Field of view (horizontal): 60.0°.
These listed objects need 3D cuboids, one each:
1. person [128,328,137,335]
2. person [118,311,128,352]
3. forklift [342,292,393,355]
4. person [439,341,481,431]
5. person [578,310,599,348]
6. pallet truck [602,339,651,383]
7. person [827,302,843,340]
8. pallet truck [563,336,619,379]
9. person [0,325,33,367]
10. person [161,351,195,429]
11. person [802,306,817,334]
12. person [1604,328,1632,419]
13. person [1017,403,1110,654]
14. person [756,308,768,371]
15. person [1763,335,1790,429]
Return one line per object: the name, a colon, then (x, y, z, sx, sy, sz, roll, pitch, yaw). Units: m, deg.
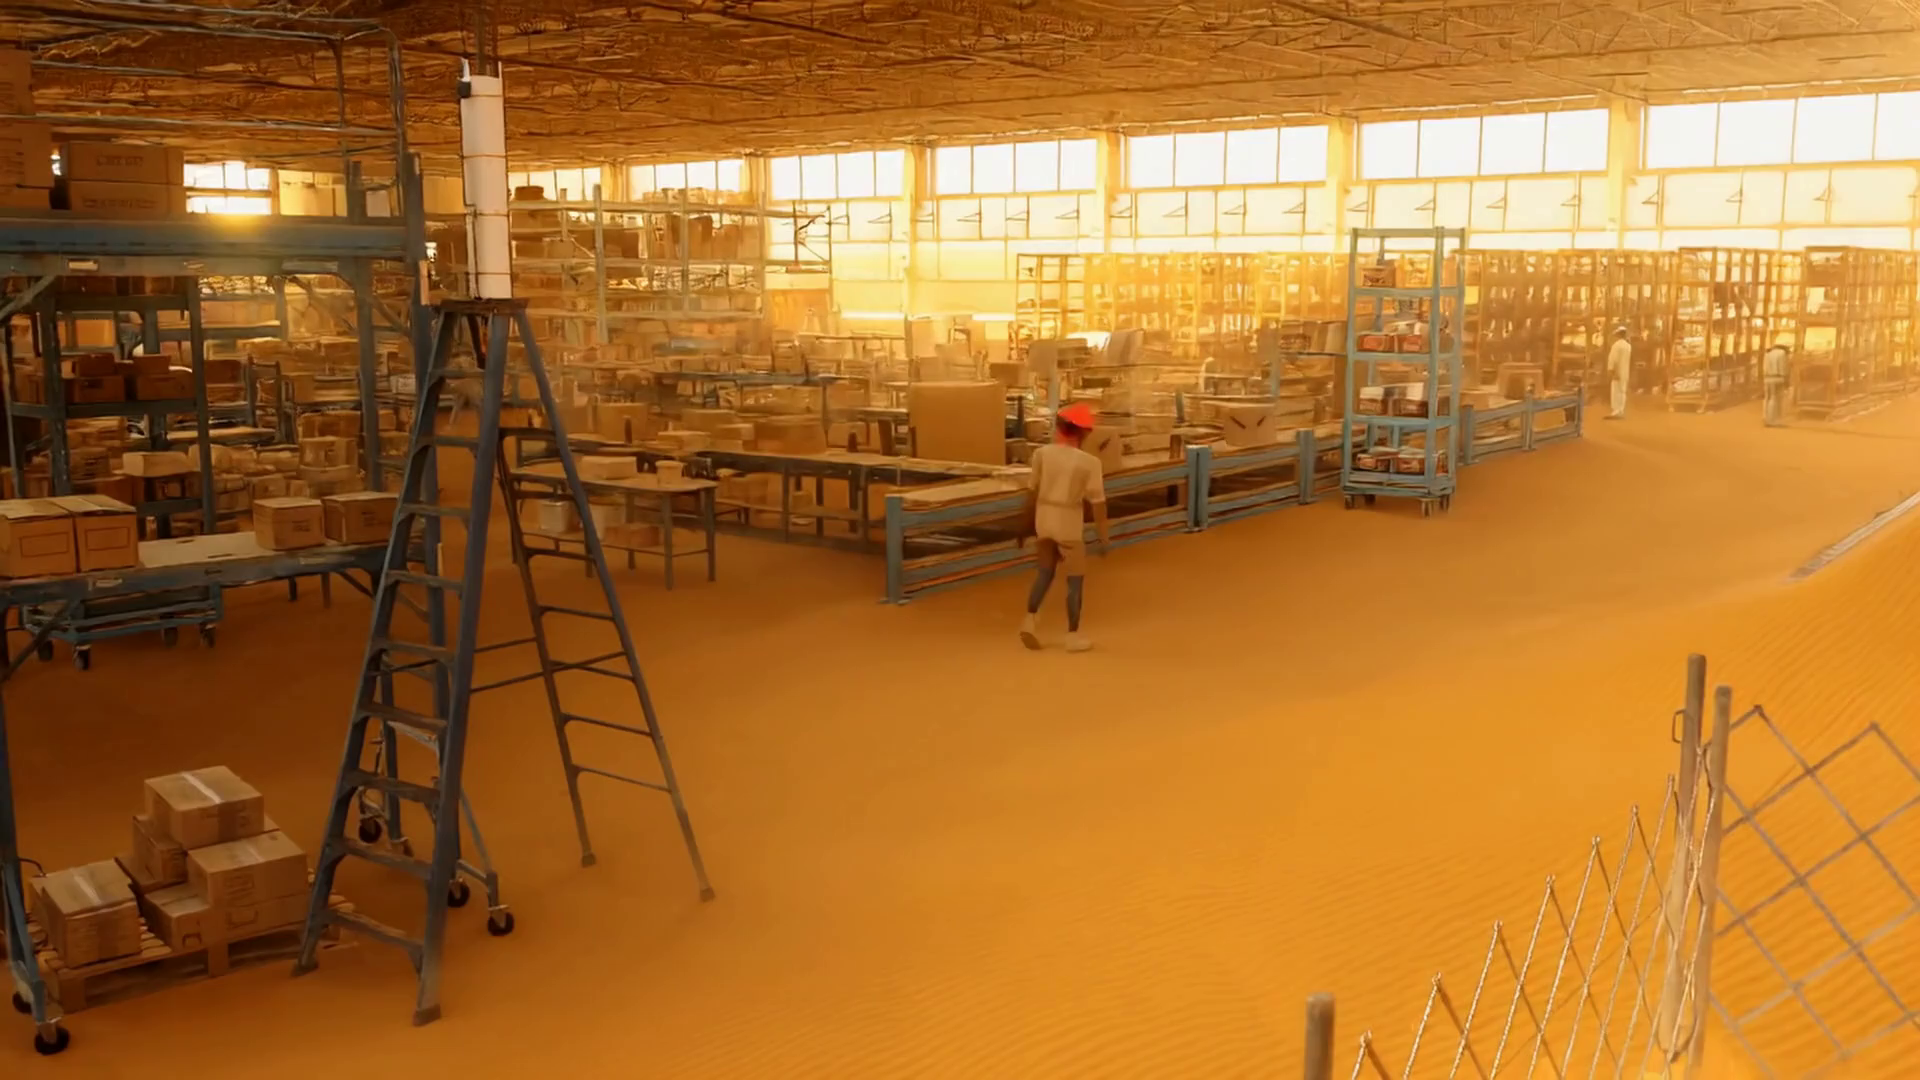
person: (-24.320, -5.610, 49.052, 0.511, 1.593, 0.839, 8, 12, 40)
person: (-27.927, -6.759, 55.242, 0.776, 1.911, 0.544, -8, 12, -42)
forklift: (-16.485, -5.622, 45.120, 1.129, 2.768, 1.873, 7, 11, 37)
person: (-9.598, -2.960, 32.083, 0.909, 1.724, 0.522, 2, 9, 10)
person: (-11.313, -6.047, 50.706, 0.631, 1.940, 0.372, -1, 9, -8)
pallet truck: (-8.991, -4.871, 45.351, 0.653, 1.274, 1.630, 7, 11, 37)
person: (-4.773, -8.115, 63.581, 0.615, 1.947, 0.388, -3, 9, -16)
pallet truck: (-10.690, -5.294, 48.215, 1.601, 1.201, 0.680, -5, 10, -26)
person: (-21.536, -3.978, 37.999, 0.650, 1.879, 0.807, -7, 12, -38)
person: (-14.269, -2.625, 30.234, 0.540, 1.655, 0.863, 7, 12, 38)
person: (-5.995, -8.375, 65.859, 0.543, 1.739, 0.713, 7, 12, 39)
person: (13.717, -3.468, 34.711, 0.409, 1.906, 0.648, 8, 12, 42)
person: (0.797, -0.062, 13.092, 0.668, 2.021, 0.822, 6, 11, 34)
person: (-6.145, -6.210, 51.574, 0.393, 1.985, 0.611, 2, 9, 13)
person: (16.038, -3.100, 32.640, 0.404, 1.832, 0.595, -3, 10, -18)
